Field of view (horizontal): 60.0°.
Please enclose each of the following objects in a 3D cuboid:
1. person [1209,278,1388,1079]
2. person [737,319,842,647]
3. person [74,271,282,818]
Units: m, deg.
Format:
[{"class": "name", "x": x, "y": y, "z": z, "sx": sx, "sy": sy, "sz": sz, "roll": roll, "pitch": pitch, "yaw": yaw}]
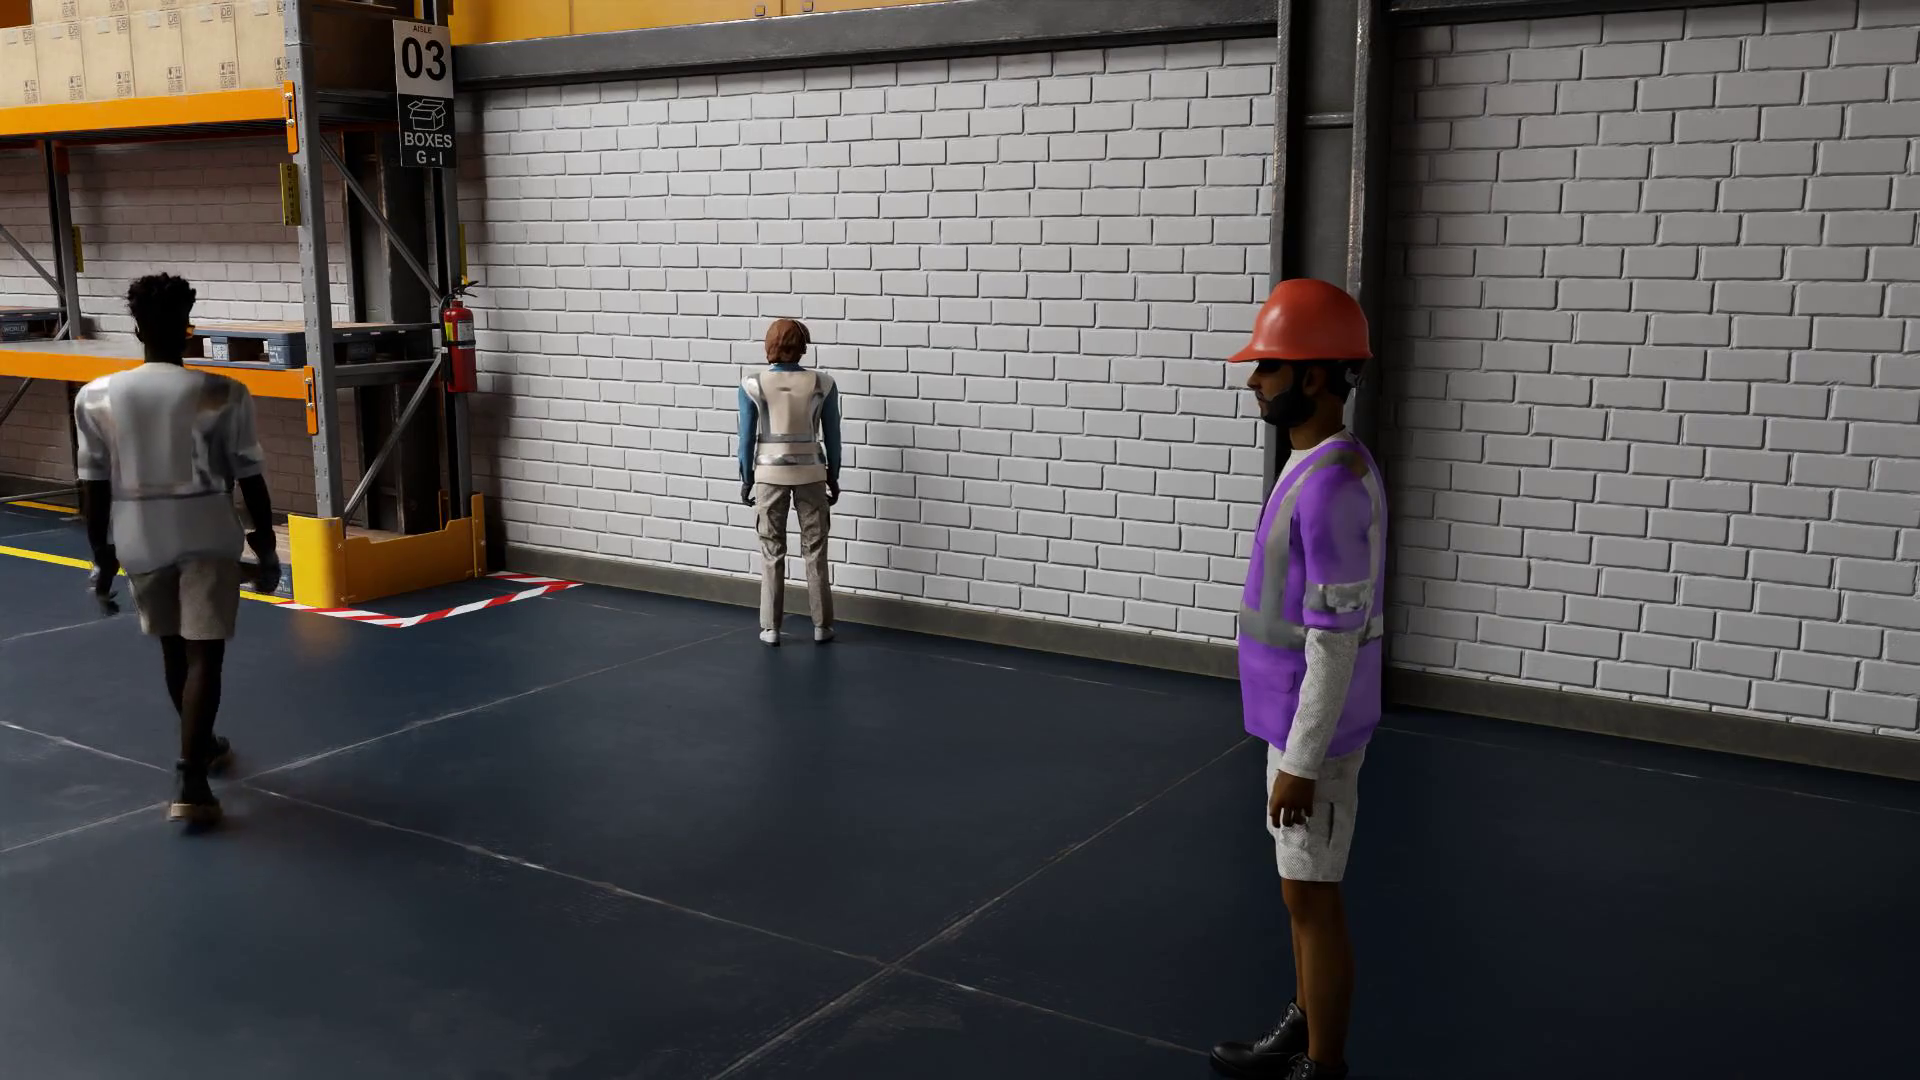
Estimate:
[{"class": "person", "x": 0.758, "y": 0.394, "z": 3.733, "sx": 0.354, "sy": 1.938, "sz": 0.544, "roll": 1, "pitch": 10, "yaw": 7}, {"class": "person", "x": -0.848, "y": -0.281, "z": 8.307, "sx": 0.516, "sy": 1.636, "sz": 0.314, "roll": -1, "pitch": 10, "yaw": -7}, {"class": "person", "x": -2.788, "y": 0.004, "z": 5.960, "sx": 0.617, "sy": 1.921, "sz": 0.975, "roll": -1, "pitch": 10, "yaw": -5}]
